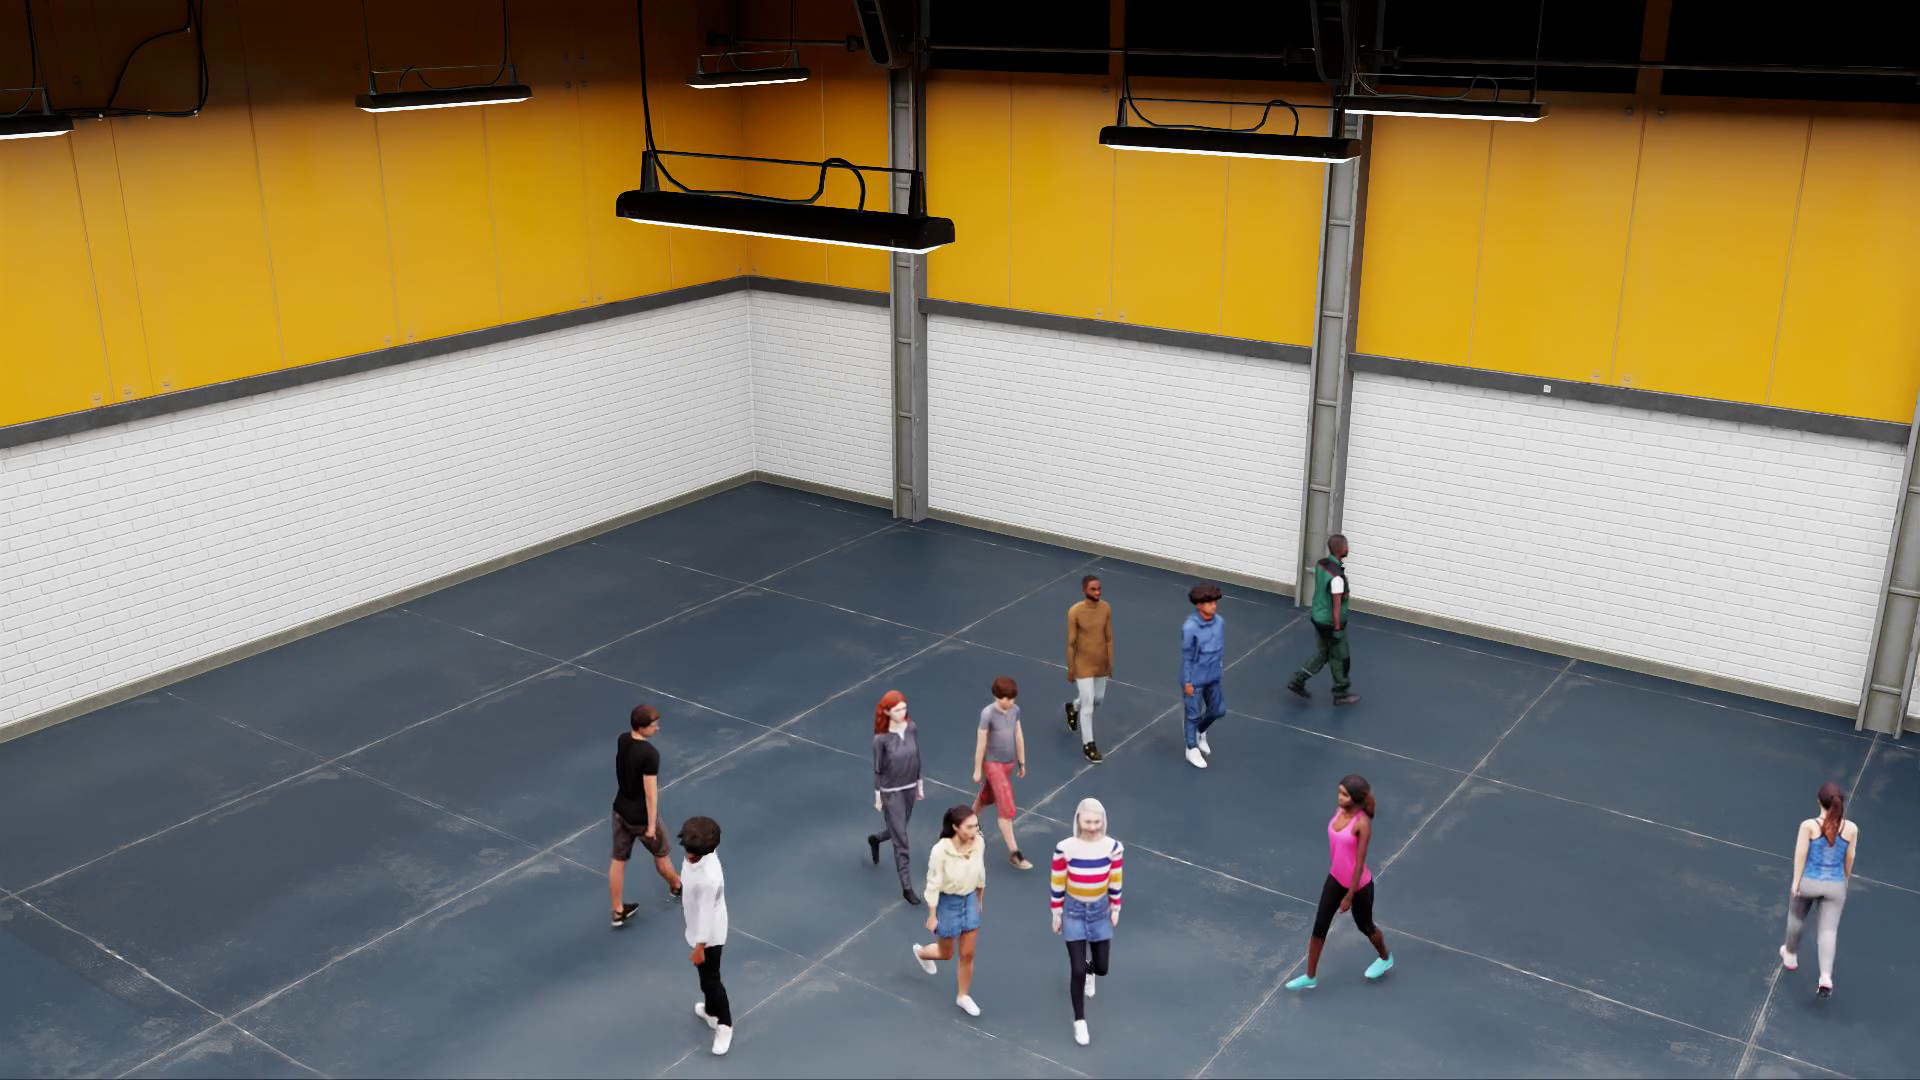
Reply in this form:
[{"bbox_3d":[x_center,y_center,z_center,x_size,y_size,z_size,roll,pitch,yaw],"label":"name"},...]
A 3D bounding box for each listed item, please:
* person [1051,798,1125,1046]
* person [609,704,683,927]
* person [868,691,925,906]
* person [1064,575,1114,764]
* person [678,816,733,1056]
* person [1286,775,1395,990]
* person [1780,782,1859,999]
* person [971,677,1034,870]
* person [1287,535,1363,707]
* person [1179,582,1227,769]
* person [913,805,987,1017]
[{"bbox_3d":[0.871,2.590,11.617,0.968,1.793,1.008,-2,19,-5],"label":"person"},{"bbox_3d":[-2.581,2.150,12.890,1.008,1.815,0.772,13,22,33],"label":"person"},{"bbox_3d":[-0.550,2.016,13.386,0.805,1.752,1.121,-14,23,-35],"label":"person"},{"bbox_3d":[1.192,1.170,15.822,0.933,1.801,1.104,-9,20,-24],"label":"person"},{"bbox_3d":[-1.757,2.626,11.514,0.904,1.792,0.772,-2,19,-5],"label":"person"},{"bbox_3d":[2.908,2.498,12.064,0.978,1.683,1.114,-9,21,-25],"label":"person"},{"bbox_3d":[6.268,2.546,12.074,1.026,1.586,0.850,5,19,15],"label":"person"},{"bbox_3d":[0.270,1.880,14.017,0.805,1.608,1.226,-14,23,-36],"label":"person"},{"bbox_3d":[3.681,0.821,16.821,1.123,1.825,1.051,-3,19,-8],"label":"person"},{"bbox_3d":[2.212,1.234,15.633,0.791,1.800,0.804,-10,21,-28],"label":"person"},{"bbox_3d":[-0.074,2.599,11.863,0.832,1.619,0.993,-12,22,-31],"label":"person"}]
